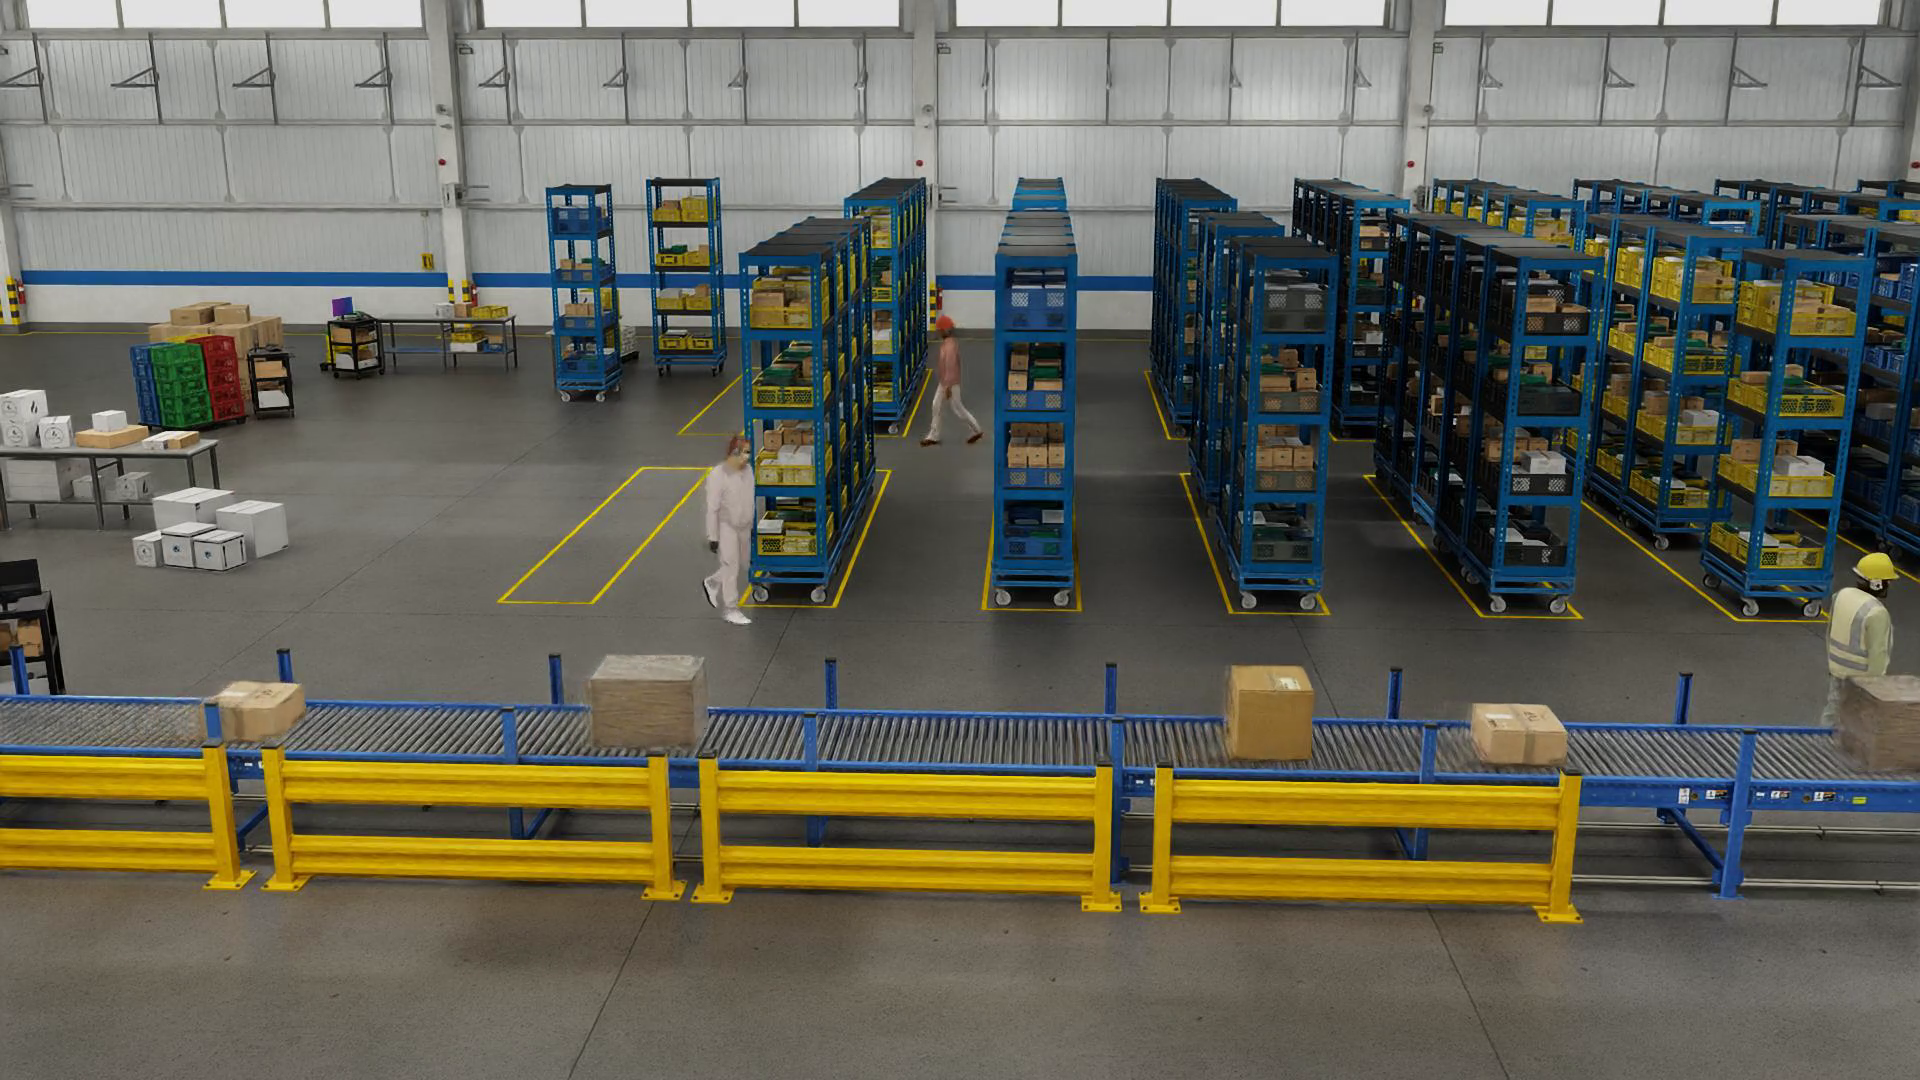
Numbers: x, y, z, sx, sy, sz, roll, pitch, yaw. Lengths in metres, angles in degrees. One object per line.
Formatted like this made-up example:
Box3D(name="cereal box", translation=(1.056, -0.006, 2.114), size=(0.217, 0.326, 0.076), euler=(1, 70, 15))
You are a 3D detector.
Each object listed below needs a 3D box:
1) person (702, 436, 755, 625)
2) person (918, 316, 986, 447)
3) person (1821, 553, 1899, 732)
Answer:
Box3D(name="person", translation=(-2.309, -0.129, 16.468), size=(0.659, 1.874, 0.692), euler=(10, 18, 32))
Box3D(name="person", translation=(-0.089, -2.337, 24.537), size=(0.990, 1.956, 0.615), euler=(-4, 16, -15))
Box3D(name="person", translation=(6.714, 0.978, 12.436), size=(0.403, 1.830, 0.599), euler=(-1, 15, -3))
